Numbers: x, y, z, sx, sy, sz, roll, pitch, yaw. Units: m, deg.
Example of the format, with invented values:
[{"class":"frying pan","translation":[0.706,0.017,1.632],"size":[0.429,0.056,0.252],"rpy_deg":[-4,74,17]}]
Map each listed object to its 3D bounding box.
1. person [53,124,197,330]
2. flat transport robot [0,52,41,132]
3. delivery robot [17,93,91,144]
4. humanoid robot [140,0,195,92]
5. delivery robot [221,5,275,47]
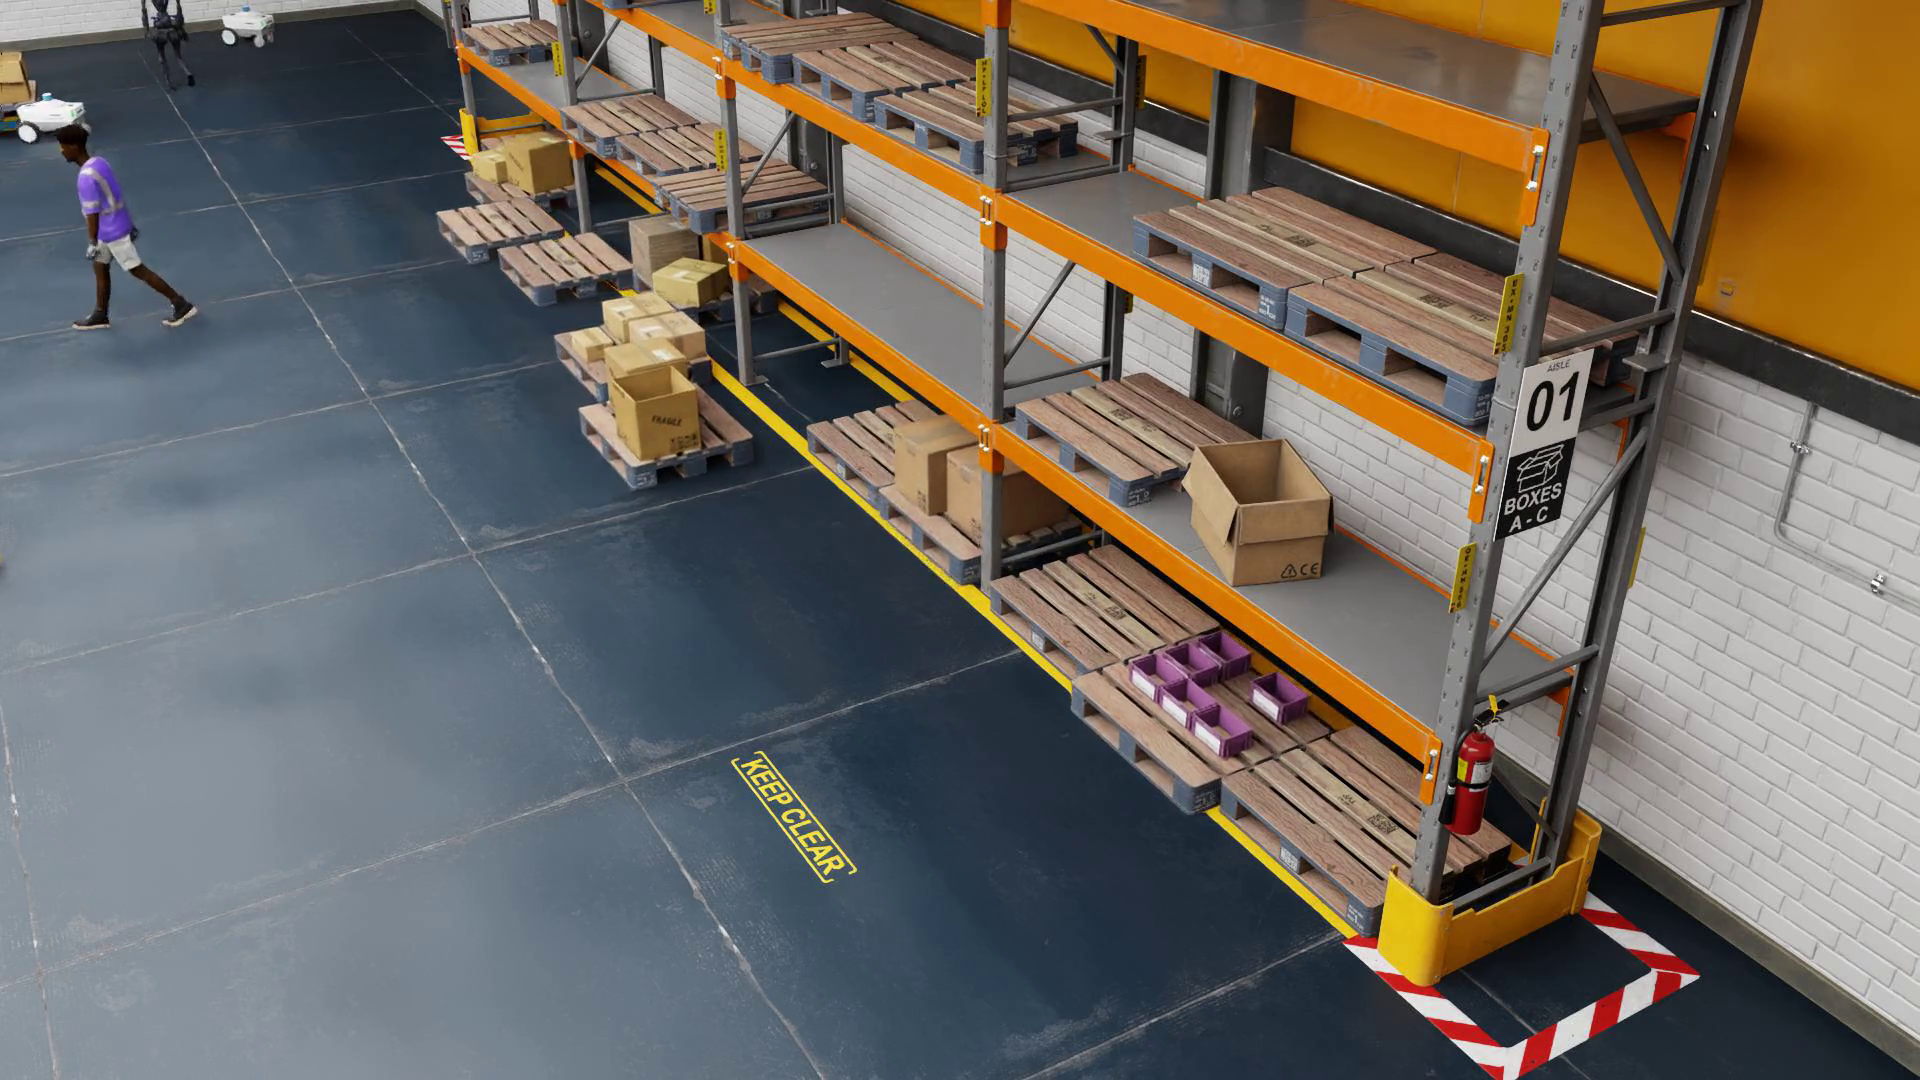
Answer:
[{"class":"person","translation":[-7.575,-2.801,14.925],"size":[1.063,1.904,0.612],"rpy_deg":[-8,31,-14]},{"class":"flat transport robot","translation":[-12.133,-5.274,20.943],"size":[1.431,0.231,0.659],"rpy_deg":[-13,32,-22]},{"class":"delivery robot","translation":[-11.222,-5.197,20.533],"size":[0.805,0.612,0.499],"rpy_deg":[-1,30,-1]},{"class":"humanoid robot","translation":[-10.655,-6.848,22.307],"size":[0.617,1.636,0.489],"rpy_deg":[-24,37,-36]},{"class":"delivery robot","translation":[-10.687,-7.695,24.941],"size":[0.779,0.608,0.522],"rpy_deg":[6,30,11]}]
